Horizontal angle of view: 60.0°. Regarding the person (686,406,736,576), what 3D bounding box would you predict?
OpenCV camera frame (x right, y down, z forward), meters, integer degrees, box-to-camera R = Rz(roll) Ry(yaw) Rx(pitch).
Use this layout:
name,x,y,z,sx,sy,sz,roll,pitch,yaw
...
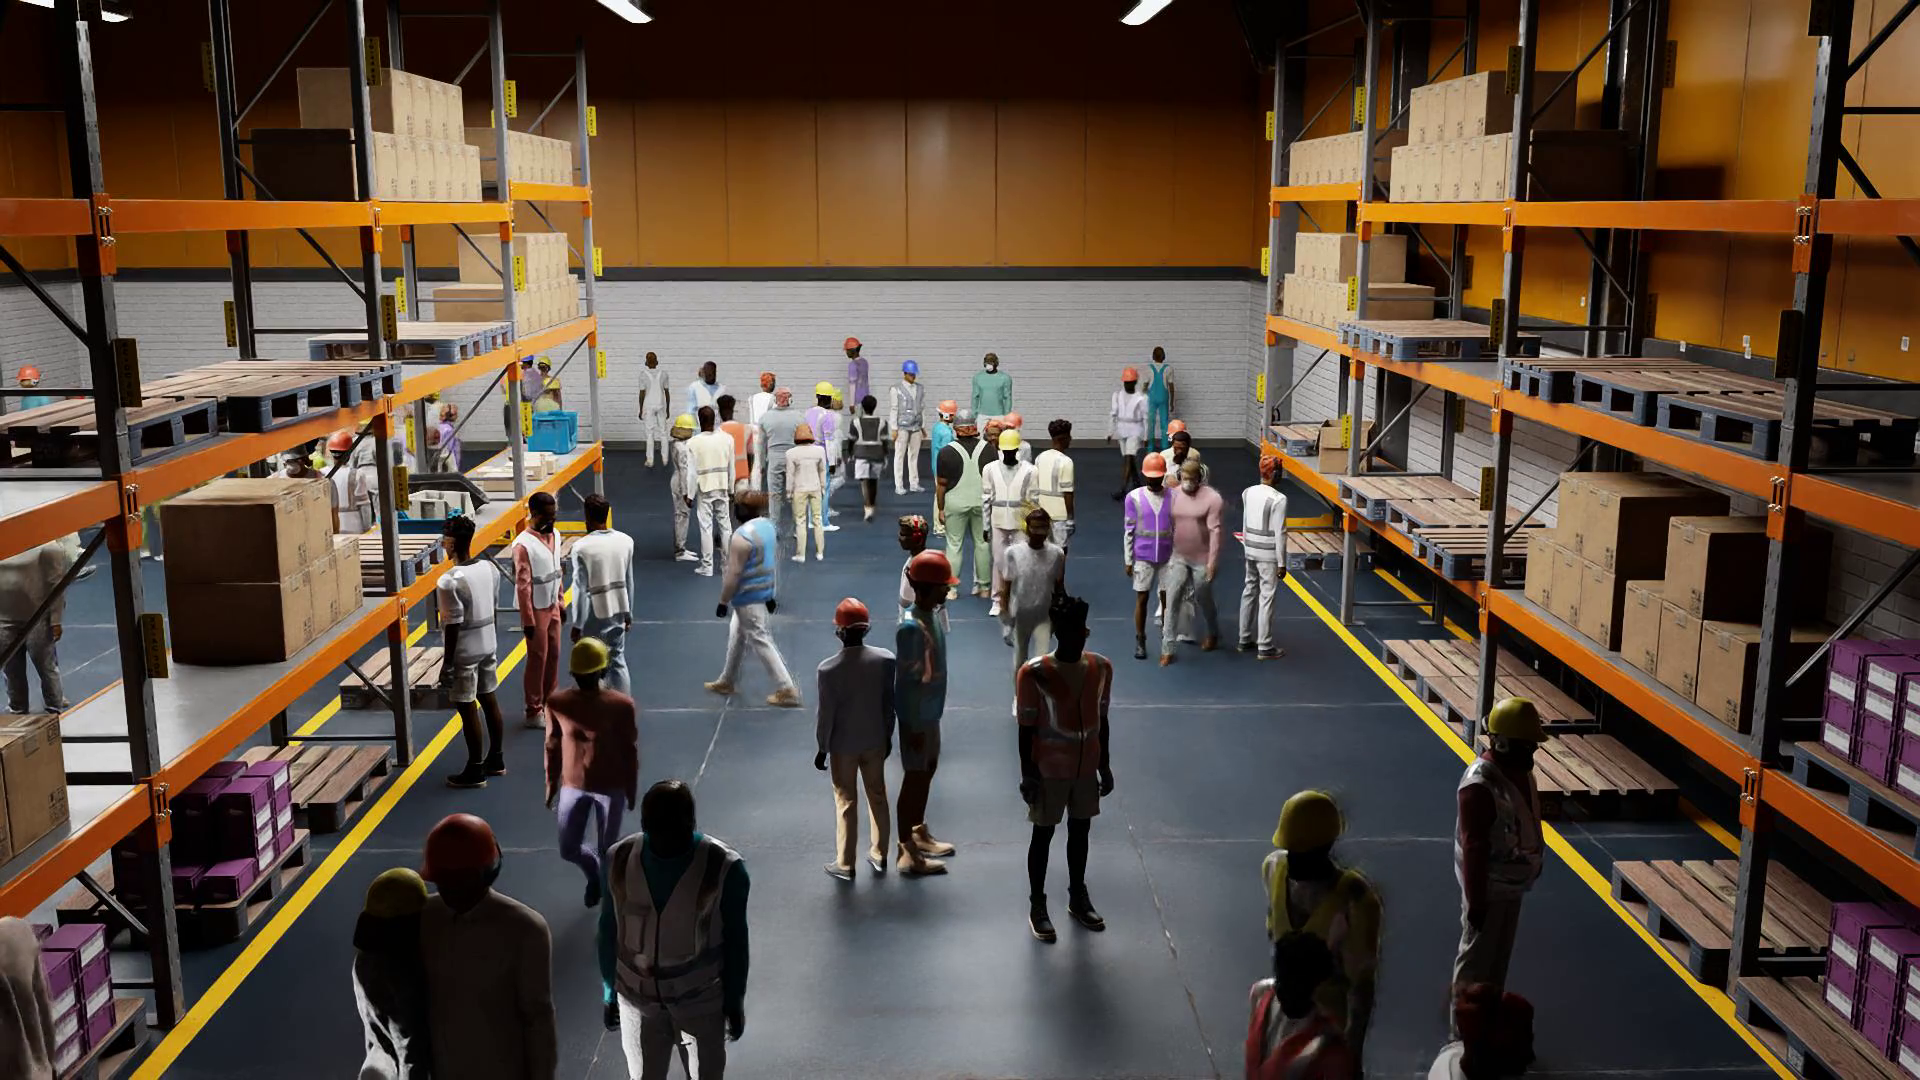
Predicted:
name,x,y,z,sx,sy,sz,roll,pitch,yaw
person,-2.792,-0.549,18.701,0.587,1.916,0.390,-7,13,-32

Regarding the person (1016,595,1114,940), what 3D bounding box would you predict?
name,x,y,z,sx,sy,sz,roll,pitch,yaw
person,0.603,1.273,9.436,0.607,1.966,0.367,-5,13,-26

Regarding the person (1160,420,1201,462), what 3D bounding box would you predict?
name,x,y,z,sx,sy,sz,roll,pitch,yaw
person,2.451,-0.492,18.852,0.569,1.743,0.367,-6,13,-26

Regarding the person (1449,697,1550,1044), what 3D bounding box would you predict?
name,x,y,z,sx,sy,sz,roll,pitch,yaw
person,2.589,1.631,8.003,0.403,1.823,0.596,9,15,39

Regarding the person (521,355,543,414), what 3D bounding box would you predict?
name,x,y,z,sx,sy,sz,roll,pitch,yaw
person,-6.692,-1.995,25.909,0.412,1.939,0.601,0,11,0

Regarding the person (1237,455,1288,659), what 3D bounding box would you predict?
name,x,y,z,sx,sy,sz,roll,pitch,yaw
person,2.797,0.152,15.301,0.353,1.877,0.573,-6,13,-28

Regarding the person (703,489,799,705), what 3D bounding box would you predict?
name,x,y,z,sx,sy,sz,roll,pitch,yaw
person,-1.748,0.468,13.893,0.913,1.808,0.628,2,12,12

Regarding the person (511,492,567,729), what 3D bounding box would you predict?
name,x,y,z,sx,sy,sz,roll,pitch,yaw
person,-3.330,0.551,13.210,0.402,1.909,0.599,3,12,15

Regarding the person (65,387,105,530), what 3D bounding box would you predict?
name,x,y,z,sx,sy,sz,roll,pitch,yaw
person,-11.296,-1.043,21.341,0.570,1.848,0.384,5,12,24

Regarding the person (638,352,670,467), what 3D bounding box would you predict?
name,x,y,z,sx,sy,sz,roll,pitch,yaw
person,-4.886,-2.082,26.580,0.504,1.840,0.345,-5,12,-23

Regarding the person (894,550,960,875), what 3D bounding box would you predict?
name,x,y,z,sx,sy,sz,roll,pitch,yaw
person,-0.202,1.060,10.351,0.418,2.035,0.624,2,12,12

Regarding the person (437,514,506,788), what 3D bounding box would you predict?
name,x,y,z,sx,sy,sz,roll,pitch,yaw
person,-3.505,0.788,11.867,0.364,1.964,0.611,4,12,19

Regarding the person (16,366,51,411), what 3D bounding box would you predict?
name,x,y,z,sx,sy,sz,roll,pitch,yaw
person,-12.552,-1.370,22.615,0.611,1.996,0.378,8,14,34

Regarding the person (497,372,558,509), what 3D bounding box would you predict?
name,x,y,z,sx,sy,sz,roll,pitch,yaw
person,-5.968,-1.332,22.588,1.052,1.937,0.595,3,12,17

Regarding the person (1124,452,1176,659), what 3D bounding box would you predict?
name,x,y,z,sx,sy,sz,roll,pitch,yaw
person,1.775,0.147,15.195,0.549,1.925,0.383,0,11,-1

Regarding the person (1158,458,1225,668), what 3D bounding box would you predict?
name,x,y,z,sx,sy,sz,roll,pitch,yaw
person,2.139,0.165,15.209,0.629,1.906,0.963,6,13,26

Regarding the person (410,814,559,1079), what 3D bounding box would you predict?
name,x,y,z,sx,sy,sz,roll,pitch,yaw
person,-1.761,1.936,6.078,0.617,1.986,0.411,3,12,17

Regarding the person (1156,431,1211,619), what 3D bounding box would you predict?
name,x,y,z,sx,sy,sz,roll,pitch,yaw
person,2.219,-0.162,16.778,0.592,1.911,0.388,4,12,19

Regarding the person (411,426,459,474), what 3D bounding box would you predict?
name,x,y,z,sx,sy,sz,roll,pitch,yaw
person,-6.049,-0.523,19.327,0.572,1.604,0.658,2,11,8

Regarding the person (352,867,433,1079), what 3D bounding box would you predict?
name,x,y,z,sx,sy,sz,roll,pitch,yaw
person,-2.049,2.047,6.152,0.322,1.735,0.492,-8,14,-35

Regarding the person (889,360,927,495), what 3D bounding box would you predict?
name,x,y,z,sx,sy,sz,roll,pitch,yaw
person,-0.744,-1.639,24.084,0.605,1.949,0.384,-8,14,-37

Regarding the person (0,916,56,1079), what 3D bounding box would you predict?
name,x,y,z,sx,sy,sz,roll,pitch,yaw
person,-3.415,2.008,5.826,0.406,1.946,0.672,2,11,9

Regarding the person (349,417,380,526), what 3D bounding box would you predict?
name,x,y,z,sx,sy,sz,roll,pitch,yaw
person,-7.004,-0.674,19.787,0.480,1.733,0.343,-1,11,-7

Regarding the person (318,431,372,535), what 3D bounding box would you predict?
name,x,y,z,sx,sy,sz,roll,pitch,yaw
person,-6.068,-0.109,16.439,0.551,1.936,0.356,1,11,3

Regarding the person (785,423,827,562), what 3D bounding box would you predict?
name,x,y,z,sx,sy,sz,roll,pitch,yaw
person,-1.797,-0.552,19.426,0.497,1.633,0.279,-5,12,-23

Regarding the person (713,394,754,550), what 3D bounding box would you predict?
name,x,y,z,sx,sy,sz,roll,pitch,yaw
person,-2.695,-0.779,19.846,0.600,1.930,0.935,-7,13,-30

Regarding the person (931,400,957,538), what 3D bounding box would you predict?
name,x,y,z,sx,sy,sz,roll,pitch,yaw
person,-0.174,-0.893,20.872,0.350,1.739,0.575,-3,12,-14

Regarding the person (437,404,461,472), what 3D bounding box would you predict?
name,x,y,z,sx,sy,sz,roll,pitch,yaw
person,-6.551,-0.934,21.349,0.319,1.631,0.519,-5,12,-25

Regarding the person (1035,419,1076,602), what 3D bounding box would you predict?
name,x,y,z,sx,sy,sz,roll,pitch,yaw
person,1.001,-0.279,17.219,0.374,1.966,0.608,-6,13,-29

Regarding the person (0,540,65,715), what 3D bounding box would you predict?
name,x,y,z,sx,sy,sz,roll,pitch,yaw
person,-7.211,0.615,12.807,0.630,1.940,0.372,-1,11,-3

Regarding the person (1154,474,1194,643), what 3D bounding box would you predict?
name,x,y,z,sx,sy,sz,roll,pitch,yaw
person,1.998,0.157,15.911,0.529,1.601,0.785,-8,14,-35
